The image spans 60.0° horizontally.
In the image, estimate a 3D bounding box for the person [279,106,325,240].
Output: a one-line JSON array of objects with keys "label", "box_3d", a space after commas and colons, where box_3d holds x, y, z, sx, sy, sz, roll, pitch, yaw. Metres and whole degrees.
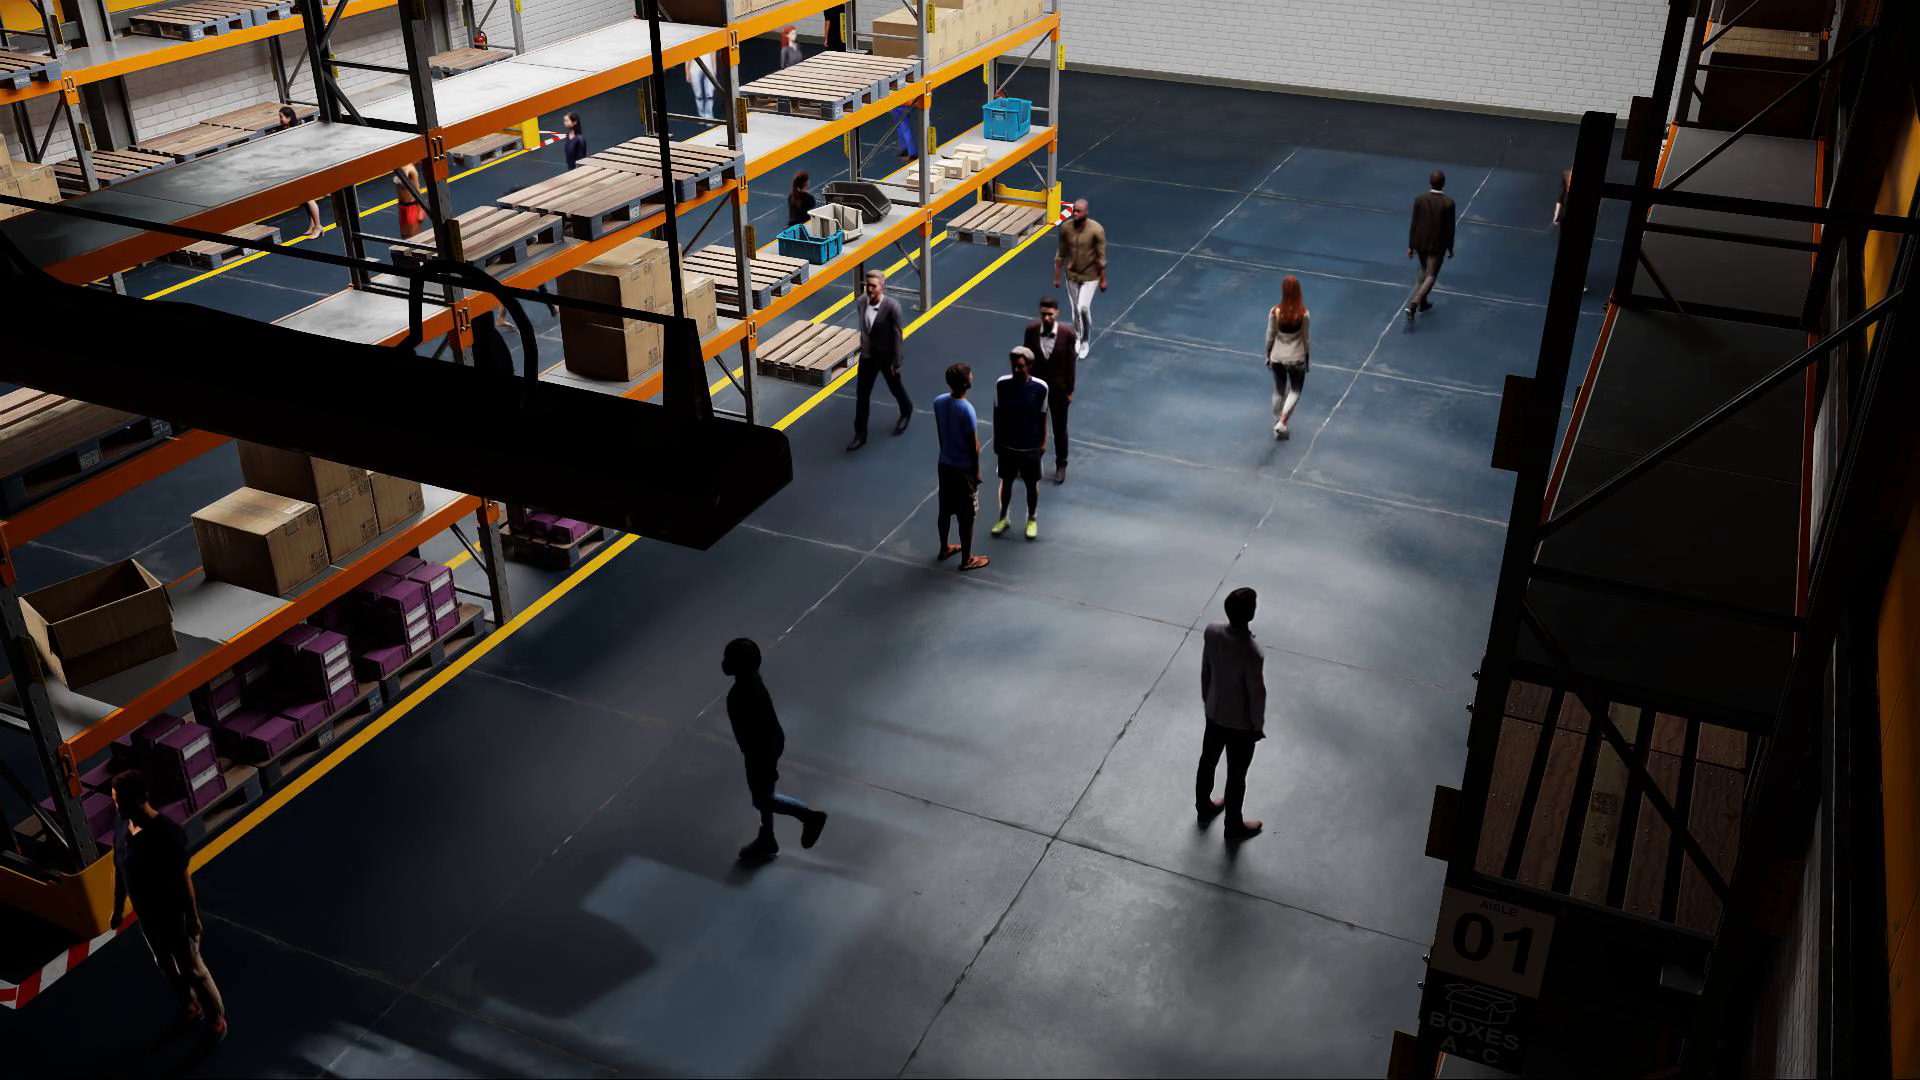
[{"label": "person", "box_3d": [-8.820, -4.910, 22.226, 0.805, 1.769, 0.778, -18, 33, -29]}]

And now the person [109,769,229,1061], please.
[{"label": "person", "box_3d": [-4.471, 2.047, 9.387, 0.642, 1.851, 0.567, 13, 31, 22]}]

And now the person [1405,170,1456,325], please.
[{"label": "person", "box_3d": [5.471, -3.392, 19.442, 0.878, 1.771, 1.202, 22, 36, 35]}]

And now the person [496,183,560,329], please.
[{"label": "person", "box_3d": [-5.163, -3.242, 19.282, 1.196, 1.660, 0.828, -25, 37, -38]}]

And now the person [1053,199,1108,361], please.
[{"label": "person", "box_3d": [1.397, -2.961, 18.612, 0.761, 1.808, 0.661, 14, 32, 24]}]

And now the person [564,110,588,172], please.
[{"label": "person", "box_3d": [-5.022, -4.893, 22.285, 1.177, 1.684, 0.932, -22, 36, -35]}]

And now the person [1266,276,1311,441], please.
[{"label": "person", "box_3d": [3.228, -1.756, 16.527, 0.618, 1.690, 0.693, 14, 32, 24]}]

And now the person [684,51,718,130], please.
[{"label": "person", "box_3d": [-4.232, -7.711, 27.294, 0.944, 1.834, 1.121, 0, 29, -1]}]

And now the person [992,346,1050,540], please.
[{"label": "person", "box_3d": [0.539, -0.882, 14.772, 0.682, 1.836, 0.616, 5, 29, 10]}]

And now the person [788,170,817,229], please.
[{"label": "person", "box_3d": [-1.954, -3.742, 20.320, 0.544, 1.544, 0.576, 13, 31, 22]}]

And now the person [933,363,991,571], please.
[{"label": "person", "box_3d": [-0.021, -0.646, 14.311, 0.705, 1.863, 0.731, -24, 36, -36]}]

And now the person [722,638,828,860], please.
[{"label": "person", "box_3d": [-1.207, 1.350, 10.839, 0.918, 1.683, 0.868, -11, 30, -19]}]

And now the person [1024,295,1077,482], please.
[{"label": "person", "box_3d": [0.835, -1.456, 15.802, 0.717, 1.858, 0.641, 7, 29, 12]}]

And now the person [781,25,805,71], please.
[{"label": "person", "box_3d": [-2.743, -7.378, 26.803, 0.831, 1.719, 1.157, 21, 35, 33]}]

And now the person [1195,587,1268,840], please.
[{"label": "person", "box_3d": [1.796, 1.135, 11.057, 0.764, 1.853, 0.767, -19, 34, -31]}]

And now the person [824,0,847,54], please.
[{"label": "person", "box_3d": [-2.215, -8.956, 29.655, 0.652, 1.759, 0.773, -22, 36, -35]}]

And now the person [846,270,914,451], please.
[{"label": "person", "box_3d": [-0.752, -1.843, 16.590, 0.737, 1.782, 1.215, 14, 31, 23]}]
